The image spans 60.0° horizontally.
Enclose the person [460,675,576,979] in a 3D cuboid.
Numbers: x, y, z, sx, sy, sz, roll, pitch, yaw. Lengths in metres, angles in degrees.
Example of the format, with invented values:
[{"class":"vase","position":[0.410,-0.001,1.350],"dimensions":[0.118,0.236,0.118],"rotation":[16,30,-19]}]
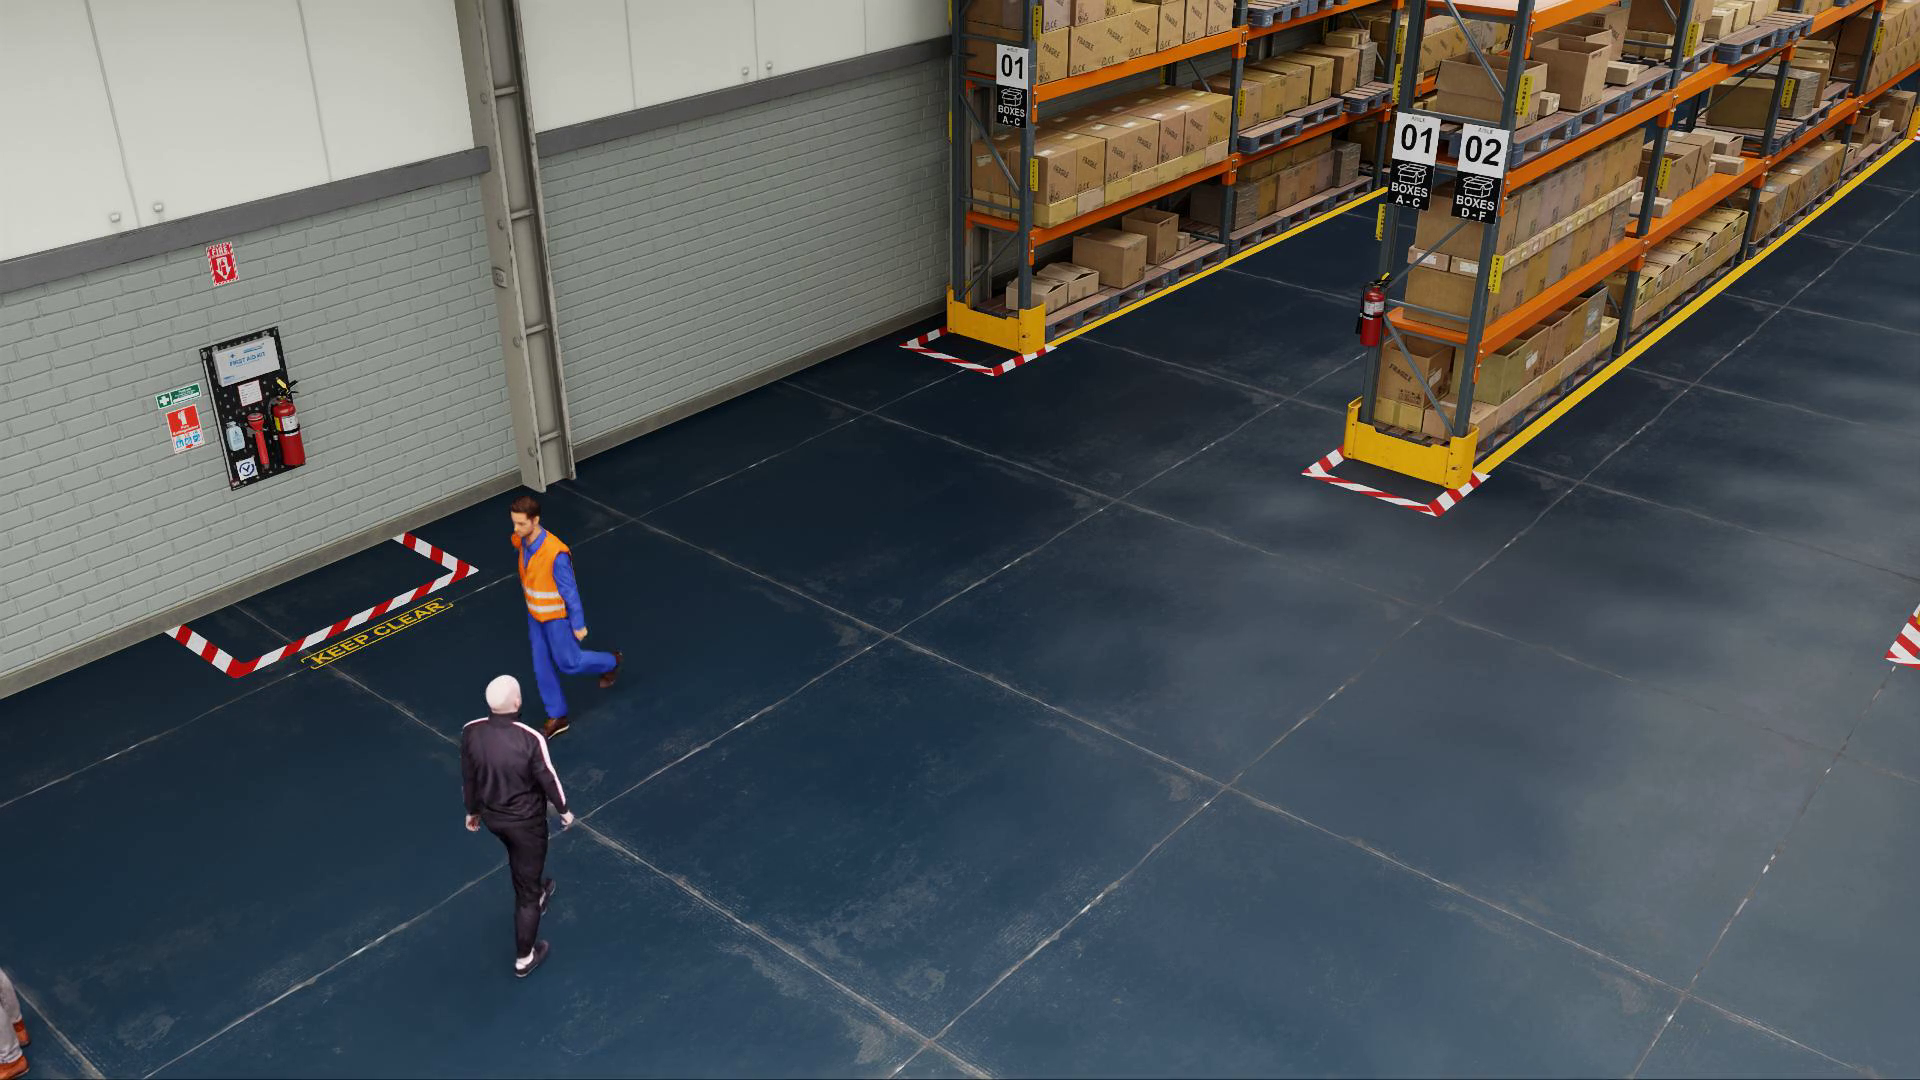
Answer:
[{"class":"person","position":[-2.487,1.614,9.119],"dimensions":[0.937,1.808,1.099],"rotation":[8,29,14]}]

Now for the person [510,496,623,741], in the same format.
[{"class":"person","position":[-2.691,0.465,11.260],"dimensions":[0.767,1.823,1.074],"rotation":[18,33,30]}]
